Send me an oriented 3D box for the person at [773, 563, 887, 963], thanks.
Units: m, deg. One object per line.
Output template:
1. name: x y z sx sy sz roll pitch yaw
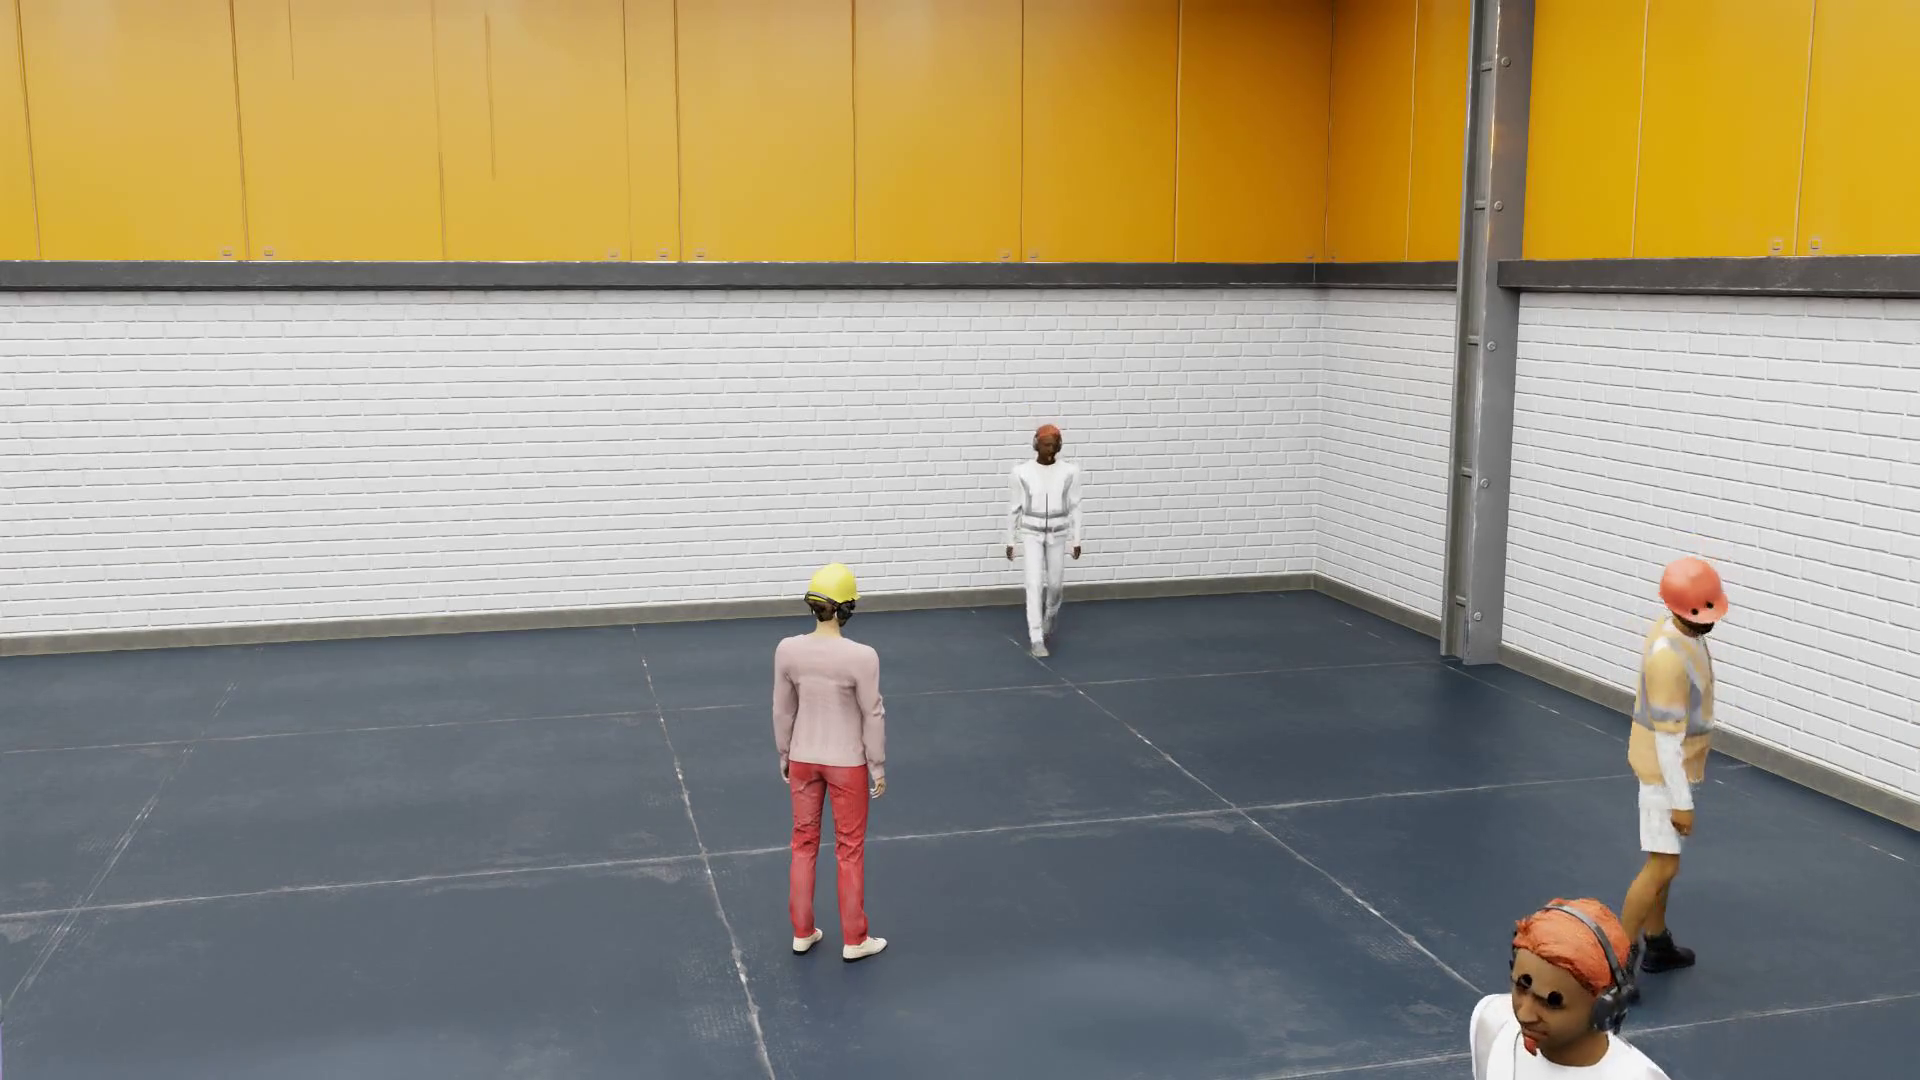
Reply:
1. person: -0.566 0.978 7.371 0.532 1.767 0.328 4 10 23

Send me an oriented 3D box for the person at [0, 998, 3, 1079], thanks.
1. person: -2.556 1.462 4.101 0.567 1.847 0.389 4 10 25

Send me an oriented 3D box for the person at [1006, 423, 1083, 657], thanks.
1. person: 0.678 -0.035 13.455 0.598 1.856 0.855 0 9 -3

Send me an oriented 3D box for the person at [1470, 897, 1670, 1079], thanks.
1. person: 1.312 1.570 3.393 0.654 1.859 0.599 -4 10 -23

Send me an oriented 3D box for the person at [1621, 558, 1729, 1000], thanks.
1. person: 2.991 0.982 7.004 0.378 1.885 0.671 5 10 27
